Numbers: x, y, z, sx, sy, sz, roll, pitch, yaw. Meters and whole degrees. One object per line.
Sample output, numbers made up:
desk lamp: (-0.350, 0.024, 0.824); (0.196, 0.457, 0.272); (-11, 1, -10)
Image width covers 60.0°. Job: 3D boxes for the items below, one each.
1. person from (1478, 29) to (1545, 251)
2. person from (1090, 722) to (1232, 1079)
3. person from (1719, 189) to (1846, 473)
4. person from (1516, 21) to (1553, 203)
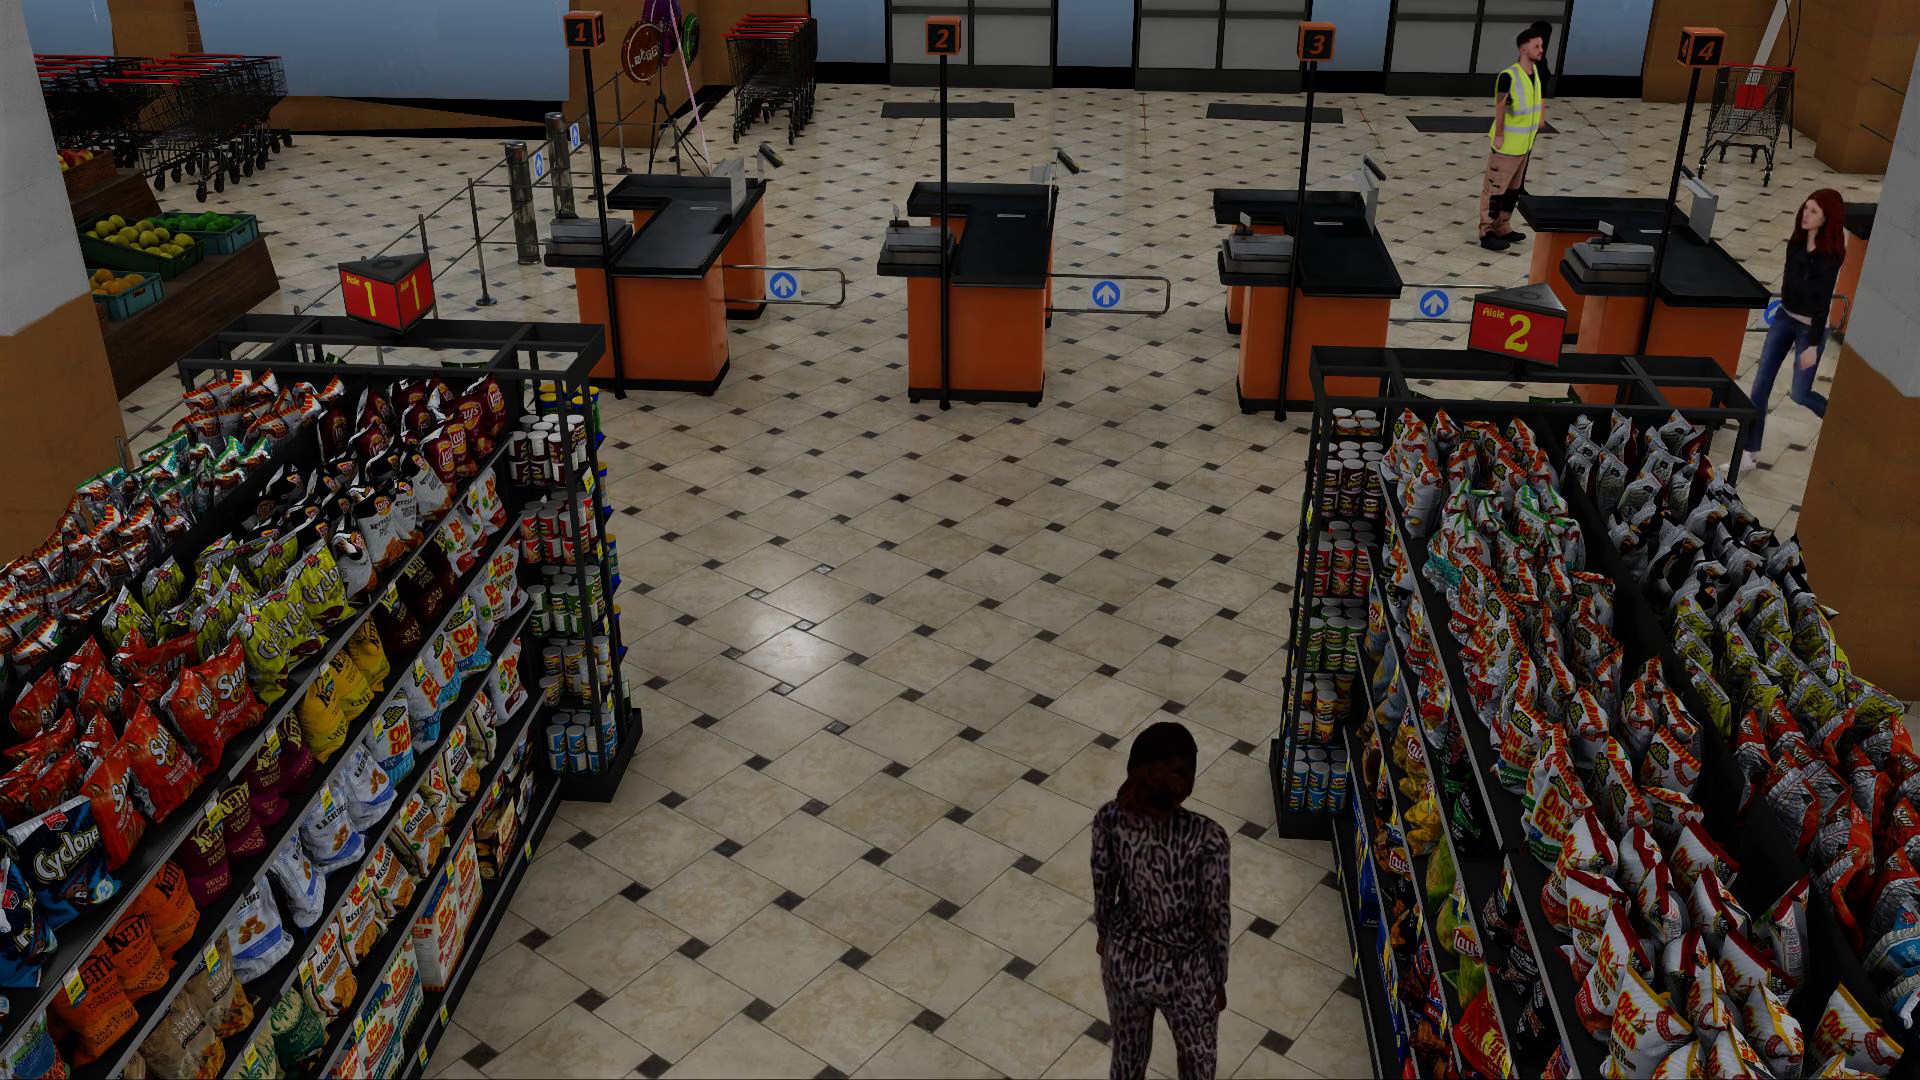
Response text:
person: (4.722, -3.422, 14.183); (0.909, 1.845, 0.838); (23, 35, 37)
person: (0.580, 1.303, 5.010); (0.677, 1.713, 0.681); (12, 29, 22)
person: (5.063, -1.204, 9.901); (0.885, 1.761, 1.070); (-5, 27, -10)
person: (5.302, -4.018, 15.582); (0.711, 1.642, 0.577); (-10, 28, -18)
